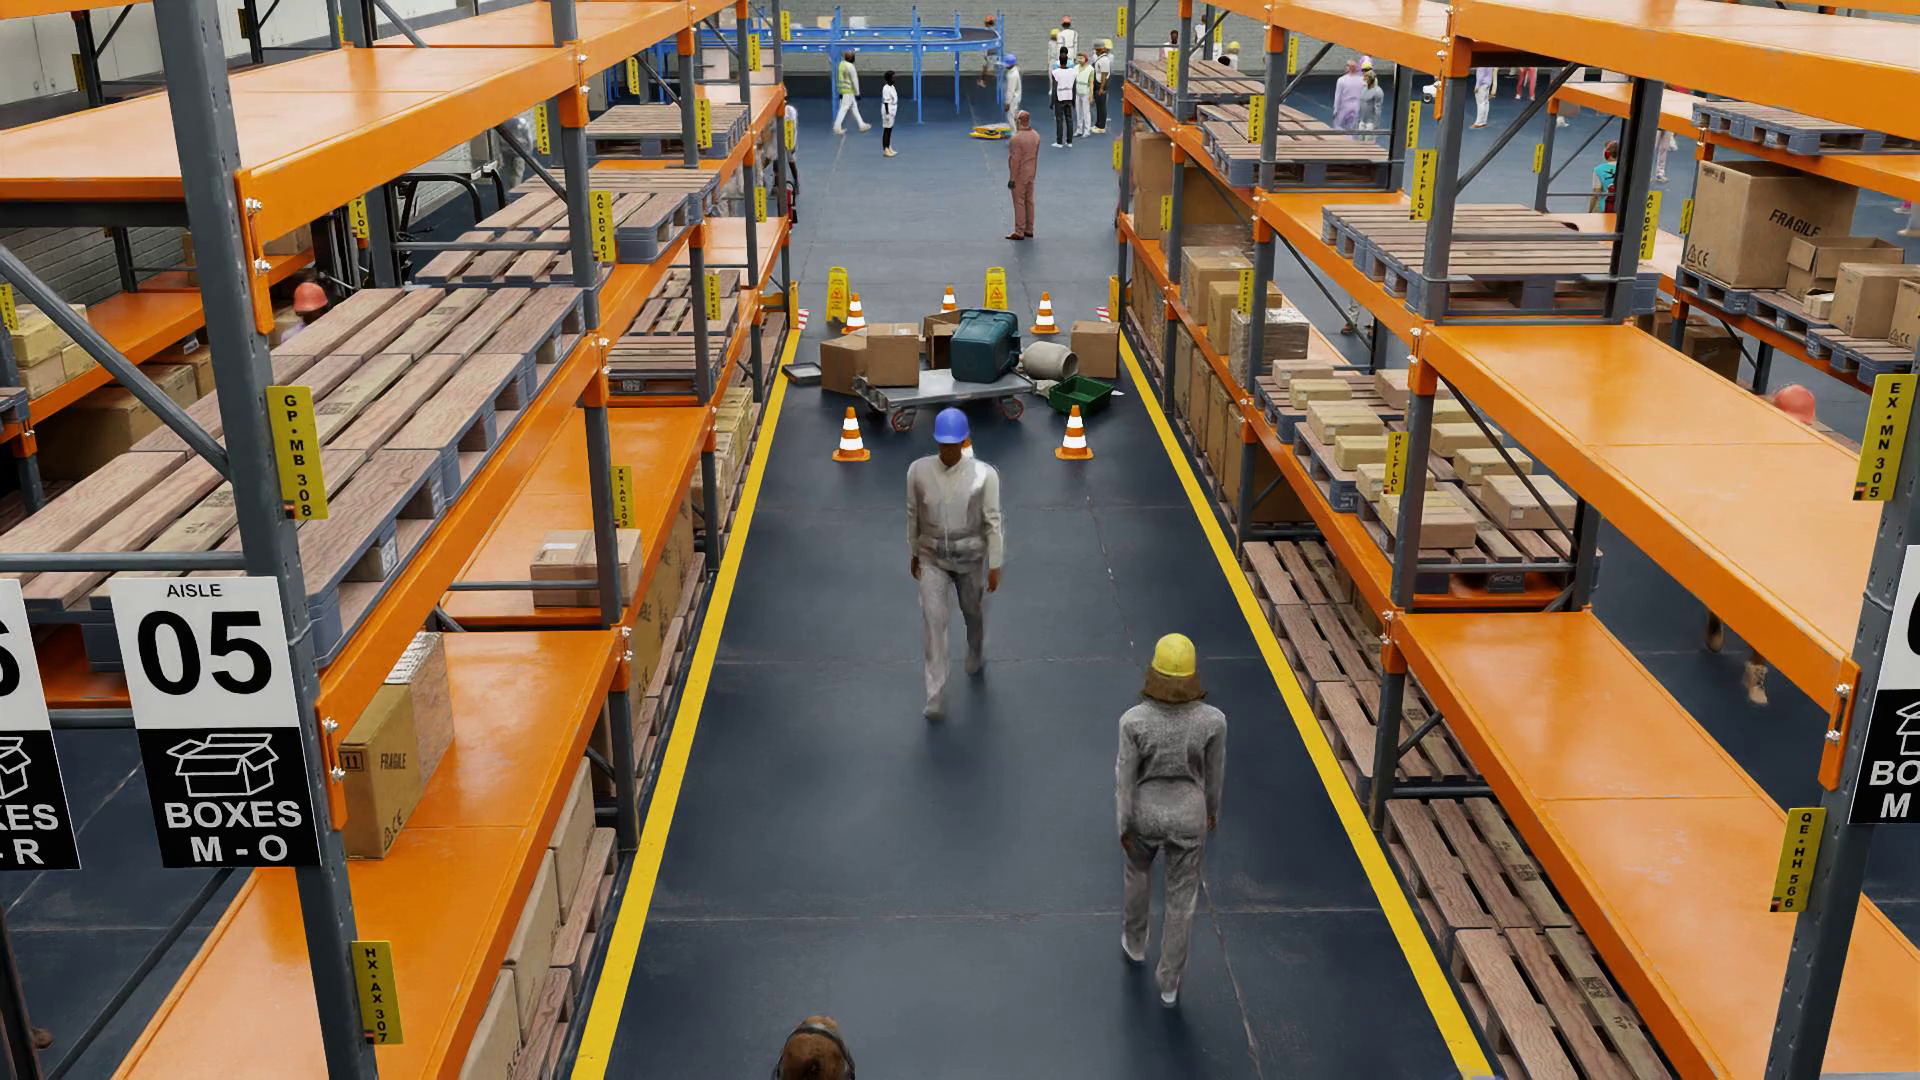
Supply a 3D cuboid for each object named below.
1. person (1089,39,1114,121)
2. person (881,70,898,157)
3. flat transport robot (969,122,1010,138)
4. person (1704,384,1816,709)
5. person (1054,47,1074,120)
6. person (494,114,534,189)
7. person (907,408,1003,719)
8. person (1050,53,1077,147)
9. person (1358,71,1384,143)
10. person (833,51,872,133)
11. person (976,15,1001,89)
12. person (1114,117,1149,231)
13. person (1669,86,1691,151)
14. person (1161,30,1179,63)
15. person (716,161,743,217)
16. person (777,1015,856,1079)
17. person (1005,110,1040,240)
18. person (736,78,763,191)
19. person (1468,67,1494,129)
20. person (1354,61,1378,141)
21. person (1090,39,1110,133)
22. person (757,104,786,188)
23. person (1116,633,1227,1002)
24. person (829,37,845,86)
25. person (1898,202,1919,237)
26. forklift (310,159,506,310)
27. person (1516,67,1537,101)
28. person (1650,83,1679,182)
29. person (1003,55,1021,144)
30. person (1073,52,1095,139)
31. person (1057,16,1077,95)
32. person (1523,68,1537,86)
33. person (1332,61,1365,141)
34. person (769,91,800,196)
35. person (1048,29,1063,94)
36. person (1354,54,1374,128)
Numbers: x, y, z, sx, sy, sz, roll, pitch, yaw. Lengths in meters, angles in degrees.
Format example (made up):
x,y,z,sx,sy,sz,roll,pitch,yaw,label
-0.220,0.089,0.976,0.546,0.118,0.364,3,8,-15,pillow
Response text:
x,y,z,sx,sy,sz,roll,pitch,yaw,label
3.319,-10.899,39.383,0.601,1.895,0.739,-14,25,-33,person
-1.425,-8.623,33.624,0.321,1.695,0.537,4,21,11,person
0.899,-9.062,36.767,0.652,0.197,1.431,16,26,37,flat transport robot
5.043,-0.030,10.473,0.617,2.024,0.854,3,21,9,person
2.440,-10.812,39.409,0.541,1.696,0.315,-10,23,-26,person
-7.432,-6.467,27.817,0.599,1.766,0.972,1,21,3,person
-0.024,0.062,10.380,0.616,1.915,0.972,4,21,10,person
2.178,-9.226,34.911,0.596,1.916,0.374,-10,23,-24,person
7.635,-7.775,31.073,0.377,1.927,0.636,-7,22,-18,person
-2.439,-9.988,37.111,0.982,1.787,0.640,-9,23,-23,person
0.871,-13.626,46.466,0.620,1.977,1.105,-14,25,-33,person
2.648,-5.566,25.293,0.644,1.880,0.786,-6,22,-16,person
14.849,-8.974,34.496,0.574,1.736,0.615,-7,22,-18,person
5.324,-11.782,41.664,0.587,1.920,0.390,0,21,0,person
-3.468,-5.157,24.464,0.501,1.683,0.912,-7,22,-17,person
-0.379,2.204,4.896,0.519,1.791,1.000,7,22,18,person
0.921,-5.497,25.068,0.409,1.906,0.651,14,25,33,person
-3.773,-7.138,29.317,0.634,1.981,0.435,5,21,13,person
11.891,-10.343,37.843,0.373,1.935,0.628,16,26,36,person
8.473,-9.142,34.901,0.525,1.769,0.308,-5,21,-12,person
3.086,-10.161,37.210,0.537,2.000,0.675,-1,21,-2,person
-3.333,-7.111,29.365,0.554,1.909,0.791,-9,22,-22,person
0.946,1.221,7.572,0.486,1.721,0.670,2,21,5,person
-3.390,-13.359,46.228,0.508,1.632,0.273,-2,21,-5,person
14.667,-5.619,25.205,0.717,2.000,0.622,-17,27,-38,person
-5.622,-2.910,17.832,2.313,2.155,1.214,-1,21,-1,forklift
14.919,-12.428,43.657,0.527,1.720,0.923,-1,21,-3,person
12.831,-7.551,30.374,0.612,1.997,0.376,-3,21,-9,person
1.095,-9.234,34.973,0.390,1.897,0.703,2,21,6,person
2.701,-9.723,36.343,0.394,1.836,0.560,-17,27,-38,person
2.859,-13.052,44.856,0.609,2.040,0.394,-10,23,-25,person
16.248,-13.787,47.208,0.484,1.745,0.298,10,23,24,person
7.785,-8.633,33.372,0.669,1.893,0.489,-8,22,-21,person
-3.041,-6.870,28.734,0.562,1.898,0.979,7,22,17,person
2.670,-12.901,44.920,0.650,1.714,0.463,8,22,21,person
9.227,-10.319,37.778,0.376,1.934,0.546,-3,21,-7,person
